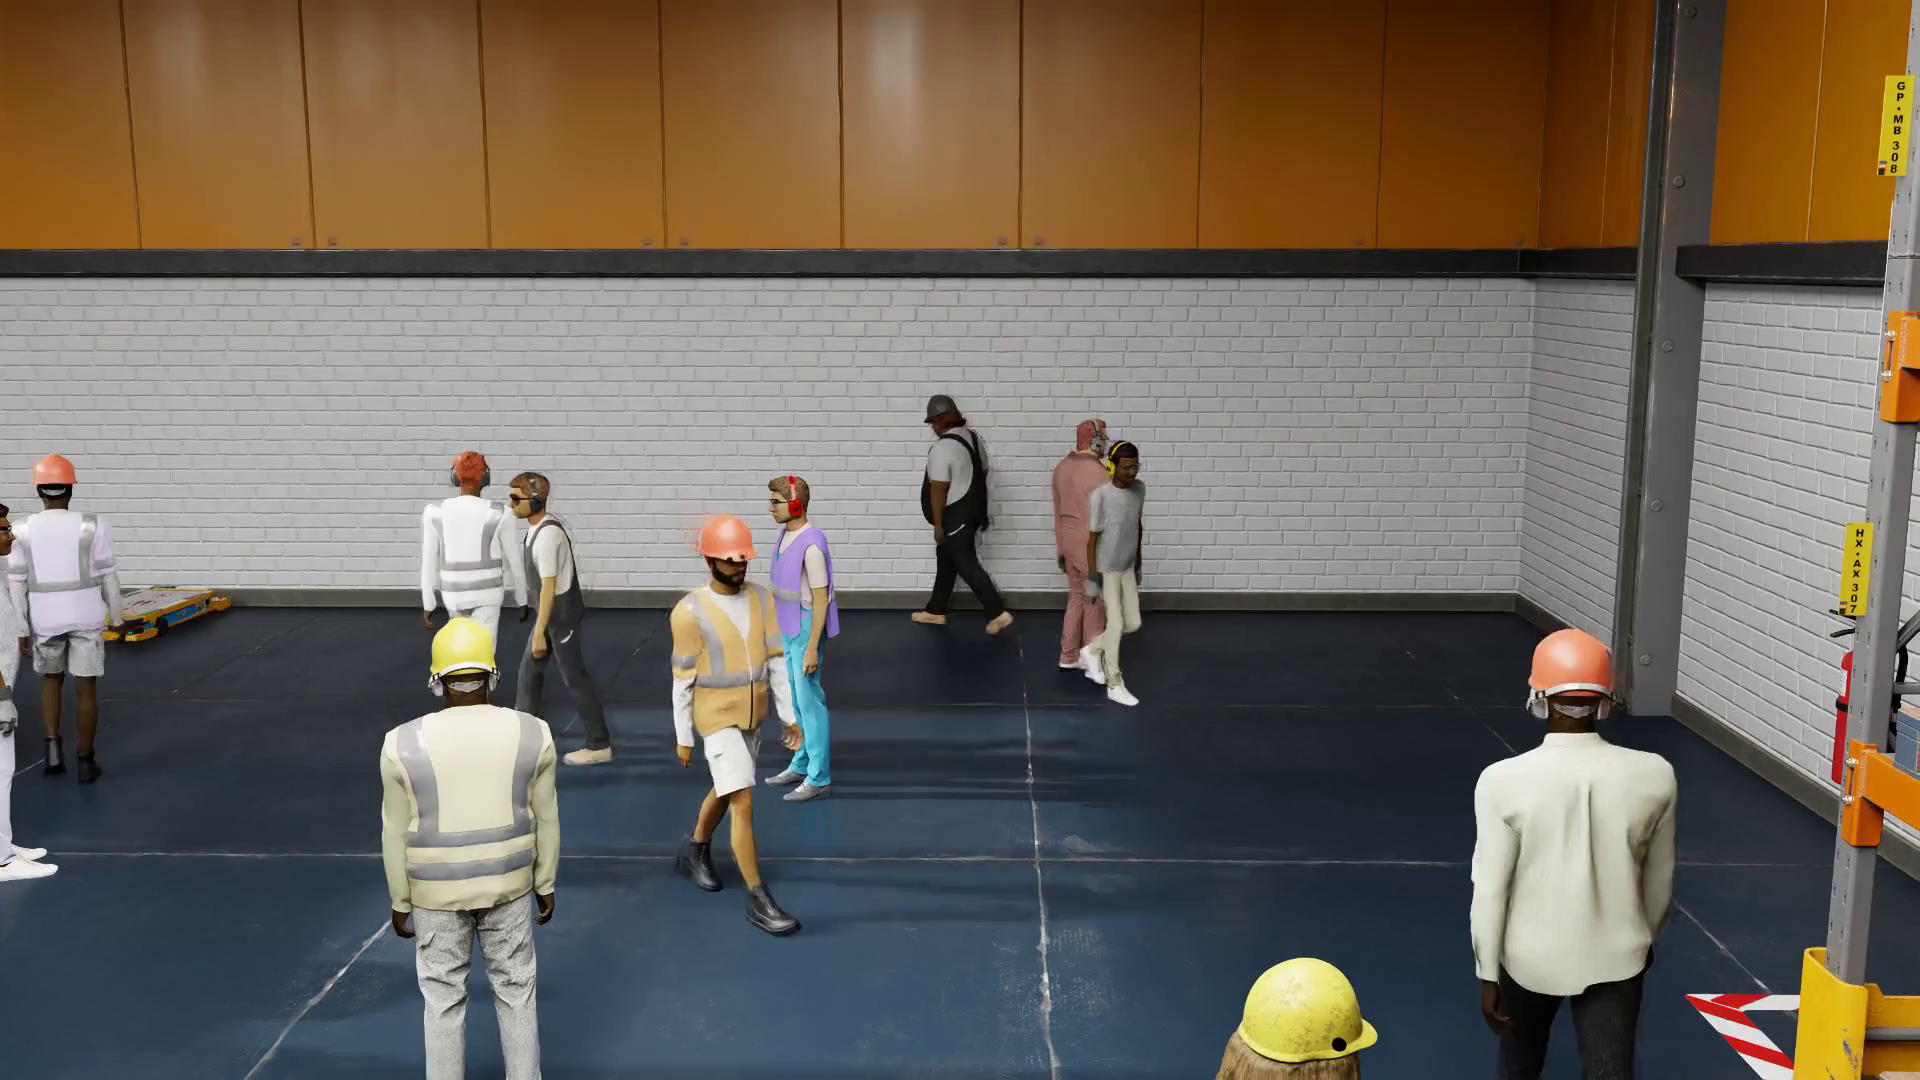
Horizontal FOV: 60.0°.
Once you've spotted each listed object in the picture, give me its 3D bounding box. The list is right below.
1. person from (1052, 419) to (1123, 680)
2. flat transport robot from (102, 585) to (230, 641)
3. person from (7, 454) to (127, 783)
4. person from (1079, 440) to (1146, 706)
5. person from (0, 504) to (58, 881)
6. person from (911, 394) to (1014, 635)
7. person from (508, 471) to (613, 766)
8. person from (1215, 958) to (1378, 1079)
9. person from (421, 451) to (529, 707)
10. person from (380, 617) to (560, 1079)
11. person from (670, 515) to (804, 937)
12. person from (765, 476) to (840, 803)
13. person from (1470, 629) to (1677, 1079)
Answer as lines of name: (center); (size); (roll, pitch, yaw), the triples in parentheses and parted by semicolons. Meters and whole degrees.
person: (0.938, 0.067, 12.091); (0.404, 1.906, 0.669); (-5, 11, -27)
flat transport robot: (-6.738, 0.596, 13.792); (0.652, 0.197, 1.431); (1, 9, 5)
person: (-5.178, 0.464, 9.669); (0.565, 1.922, 0.425); (-3, 10, -16)
person: (1.038, 0.213, 11.401); (0.559, 1.836, 0.624); (-8, 12, -39)
person: (-4.725, 0.735, 8.178); (0.328, 1.873, 0.520); (-7, 12, -35)
person: (0.041, -0.256, 13.607); (1.012, 2.000, 0.750); (5, 11, 26)
person: (-2.496, 0.489, 9.853); (0.885, 1.799, 0.524); (-4, 10, -21)
person: (0.625, 1.631, 3.190); (0.299, 1.743, 0.493); (-5, 11, -26)
person: (-3.013, 0.358, 10.487); (0.610, 1.847, 0.895); (1, 9, 3)
person: (-1.670, 1.172, 5.720); (0.585, 1.824, 0.405); (-4, 10, -25)
person: (-1.080, 0.805, 7.710); (0.988, 1.896, 0.544); (8, 13, 41)
person: (-0.885, 0.547, 9.389); (0.372, 1.840, 0.570); (-4, 10, -23)
person: (1.834, 1.239, 4.970); (0.627, 1.952, 1.037); (1, 10, 6)
